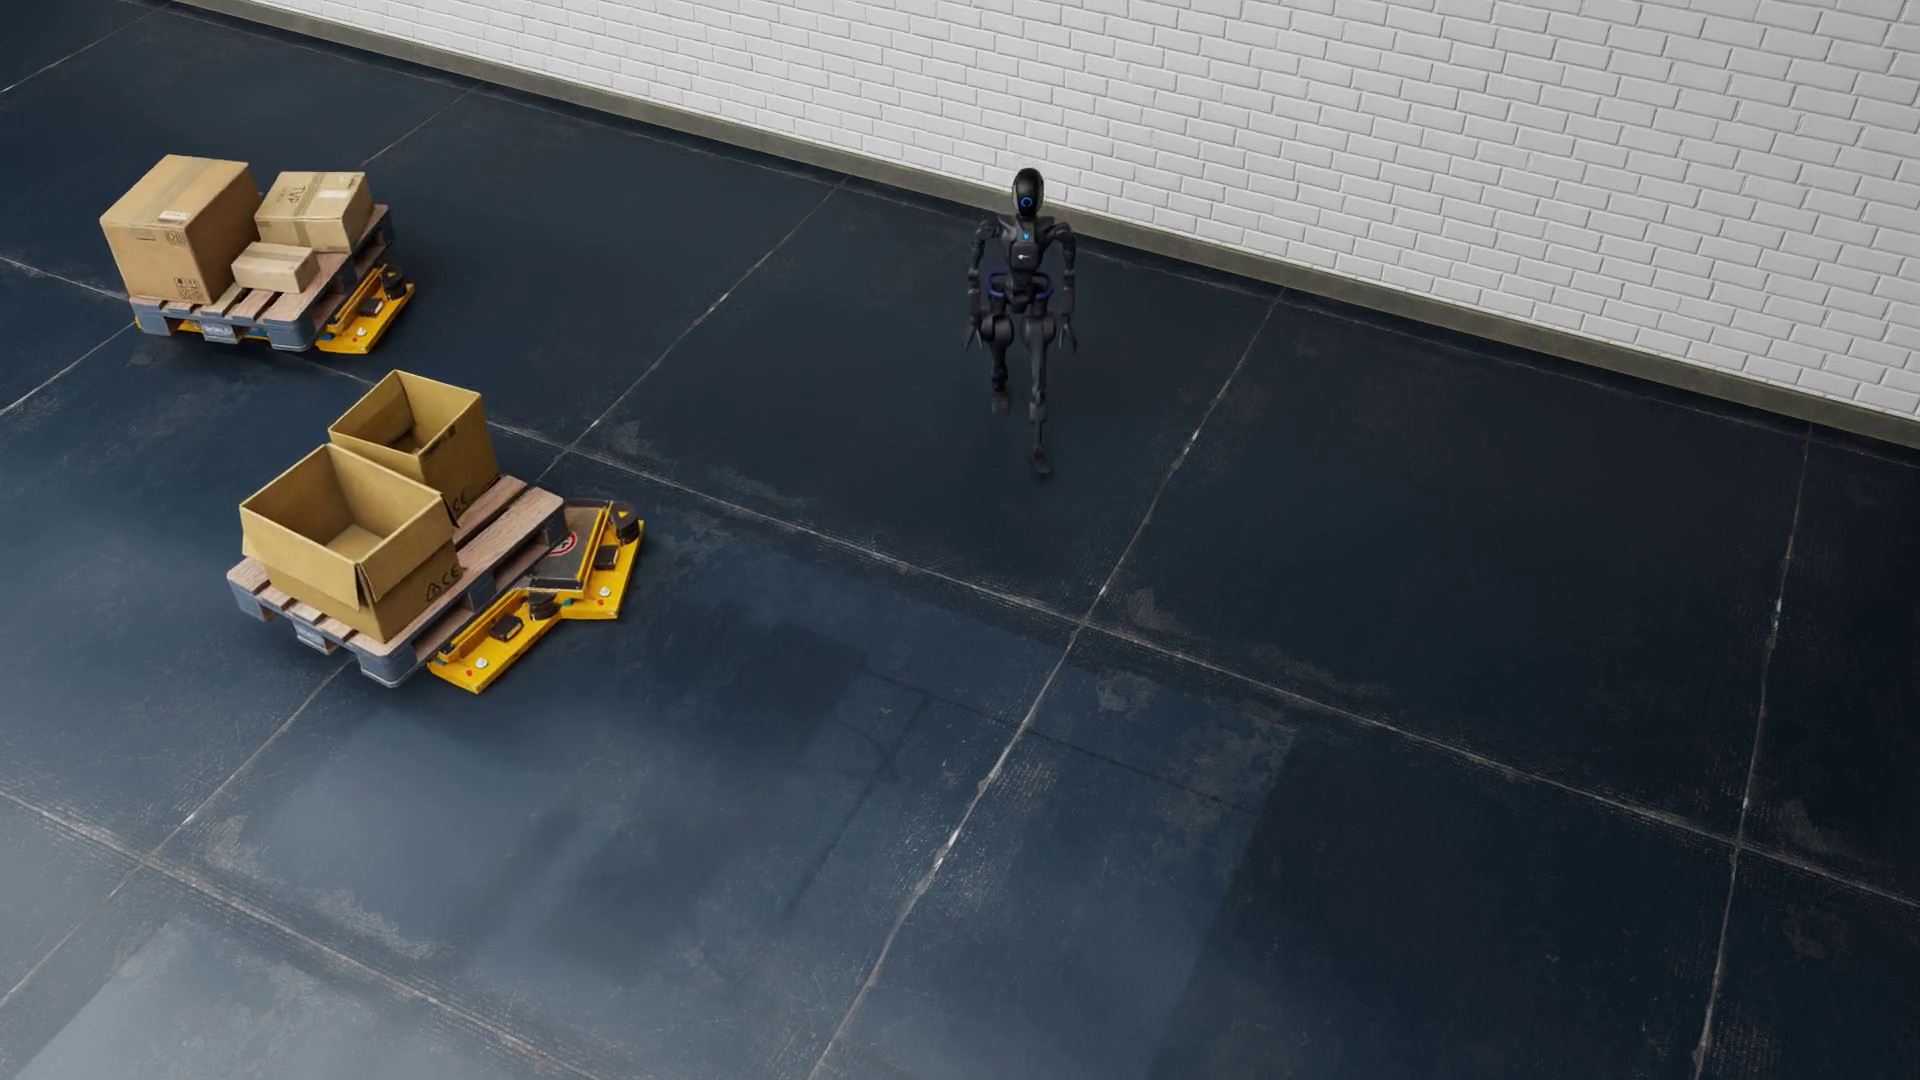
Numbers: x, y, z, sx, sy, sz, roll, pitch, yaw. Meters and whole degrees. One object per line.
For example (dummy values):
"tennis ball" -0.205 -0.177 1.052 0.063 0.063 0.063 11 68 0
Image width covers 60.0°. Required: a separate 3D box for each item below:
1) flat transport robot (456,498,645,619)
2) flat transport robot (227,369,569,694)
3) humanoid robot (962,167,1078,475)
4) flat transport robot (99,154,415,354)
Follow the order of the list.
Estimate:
"flat transport robot" -2.328 0.075 8.175 1.431 0.231 0.659 3 43 3
"flat transport robot" -2.649 0.223 8.015 1.431 0.231 0.659 22 47 22
"humanoid robot" 0.308 -1.159 8.508 0.602 1.620 0.816 -1 43 -1
"flat transport robot" -4.025 -1.421 9.788 1.431 0.231 0.659 8 43 8
